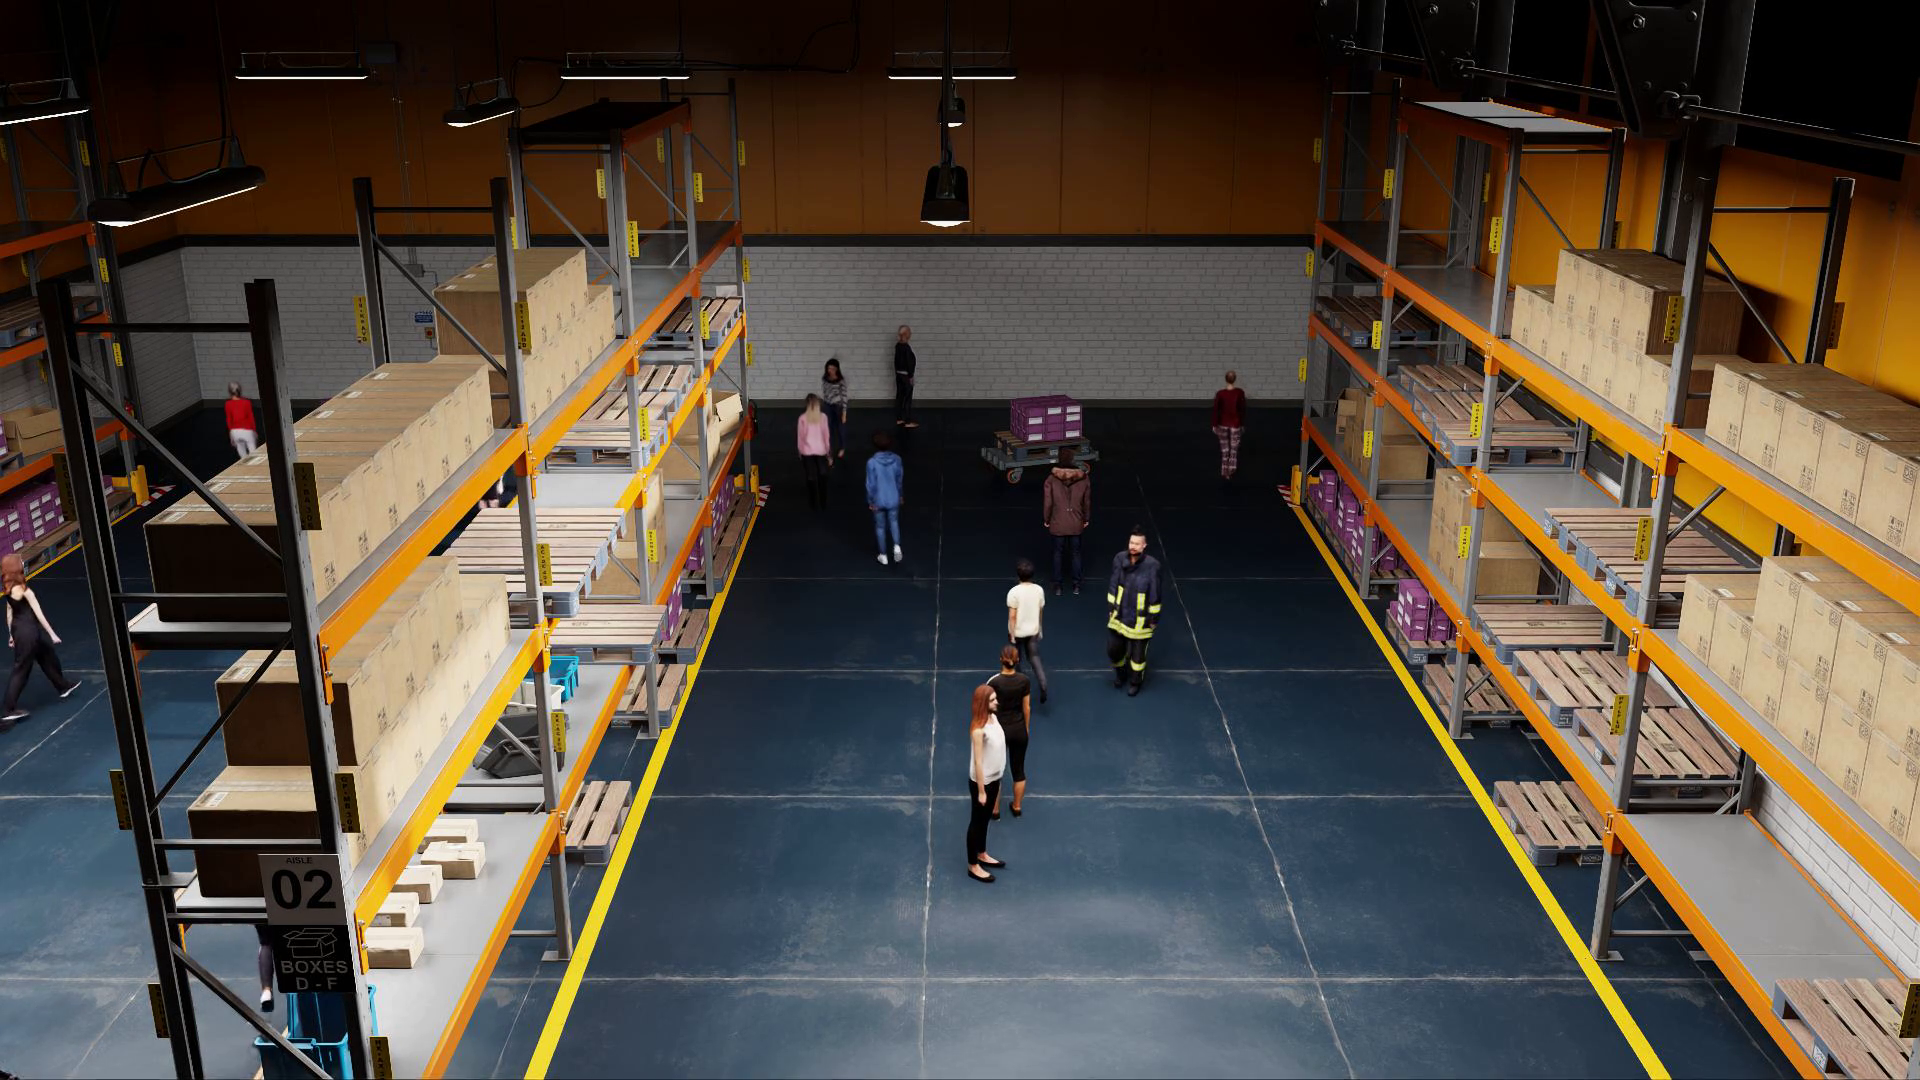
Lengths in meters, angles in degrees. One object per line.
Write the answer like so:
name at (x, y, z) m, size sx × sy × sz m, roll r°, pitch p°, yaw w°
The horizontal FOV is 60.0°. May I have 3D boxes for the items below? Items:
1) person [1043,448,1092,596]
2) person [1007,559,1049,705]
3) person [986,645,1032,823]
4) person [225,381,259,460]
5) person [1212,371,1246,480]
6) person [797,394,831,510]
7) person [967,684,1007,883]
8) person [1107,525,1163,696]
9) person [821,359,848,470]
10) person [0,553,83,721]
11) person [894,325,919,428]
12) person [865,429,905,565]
person at (1.315, -0.229, 20.505) m, size 0.776 × 1.845 × 0.686 m, roll -2°, pitch 19°, yaw -6°
person at (0.704, 0.989, 17.319) m, size 0.824 × 1.570 × 1.006 m, roll -8°, pitch 20°, yaw -23°
person at (0.429, 1.727, 14.971) m, size 0.633 × 1.671 × 0.602 m, roll -5°, pitch 19°, yaw -15°
person at (-10.582, -1.508, 24.565) m, size 0.706 × 1.678 × 0.971 m, roll -5°, pitch 19°, yaw -15°
person at (4.097, -1.730, 25.197) m, size 0.640 × 1.694 × 0.615 m, roll 0°, pitch 19°, yaw 0°
person at (-2.081, -1.242, 23.778) m, size 0.666 × 1.676 × 0.678 m, roll -4°, pitch 19°, yaw -13°
person at (0.196, 2.021, 14.018) m, size 0.703 × 1.721 × 0.566 m, roll 8°, pitch 20°, yaw 22°
person at (1.873, 0.718, 17.685) m, size 0.897 × 1.850 × 0.902 m, roll 9°, pitch 21°, yaw 25°
person at (-1.929, -1.964, 25.877) m, size 0.804 × 1.704 × 1.249 m, roll 6°, pitch 19°, yaw 17°
person at (-9.637, 1.026, 17.014) m, size 0.983 × 1.695 × 1.215 m, roll 11°, pitch 21°, yaw 29°
person at (-0.950, -2.806, 28.344) m, size 0.746 × 1.726 × 0.647 m, roll -13°, pitch 22°, yaw -33°
person at (-0.935, -0.523, 21.455) m, size 0.800 × 1.796 × 0.855 m, roll -6°, pitch 20°, yaw -18°
